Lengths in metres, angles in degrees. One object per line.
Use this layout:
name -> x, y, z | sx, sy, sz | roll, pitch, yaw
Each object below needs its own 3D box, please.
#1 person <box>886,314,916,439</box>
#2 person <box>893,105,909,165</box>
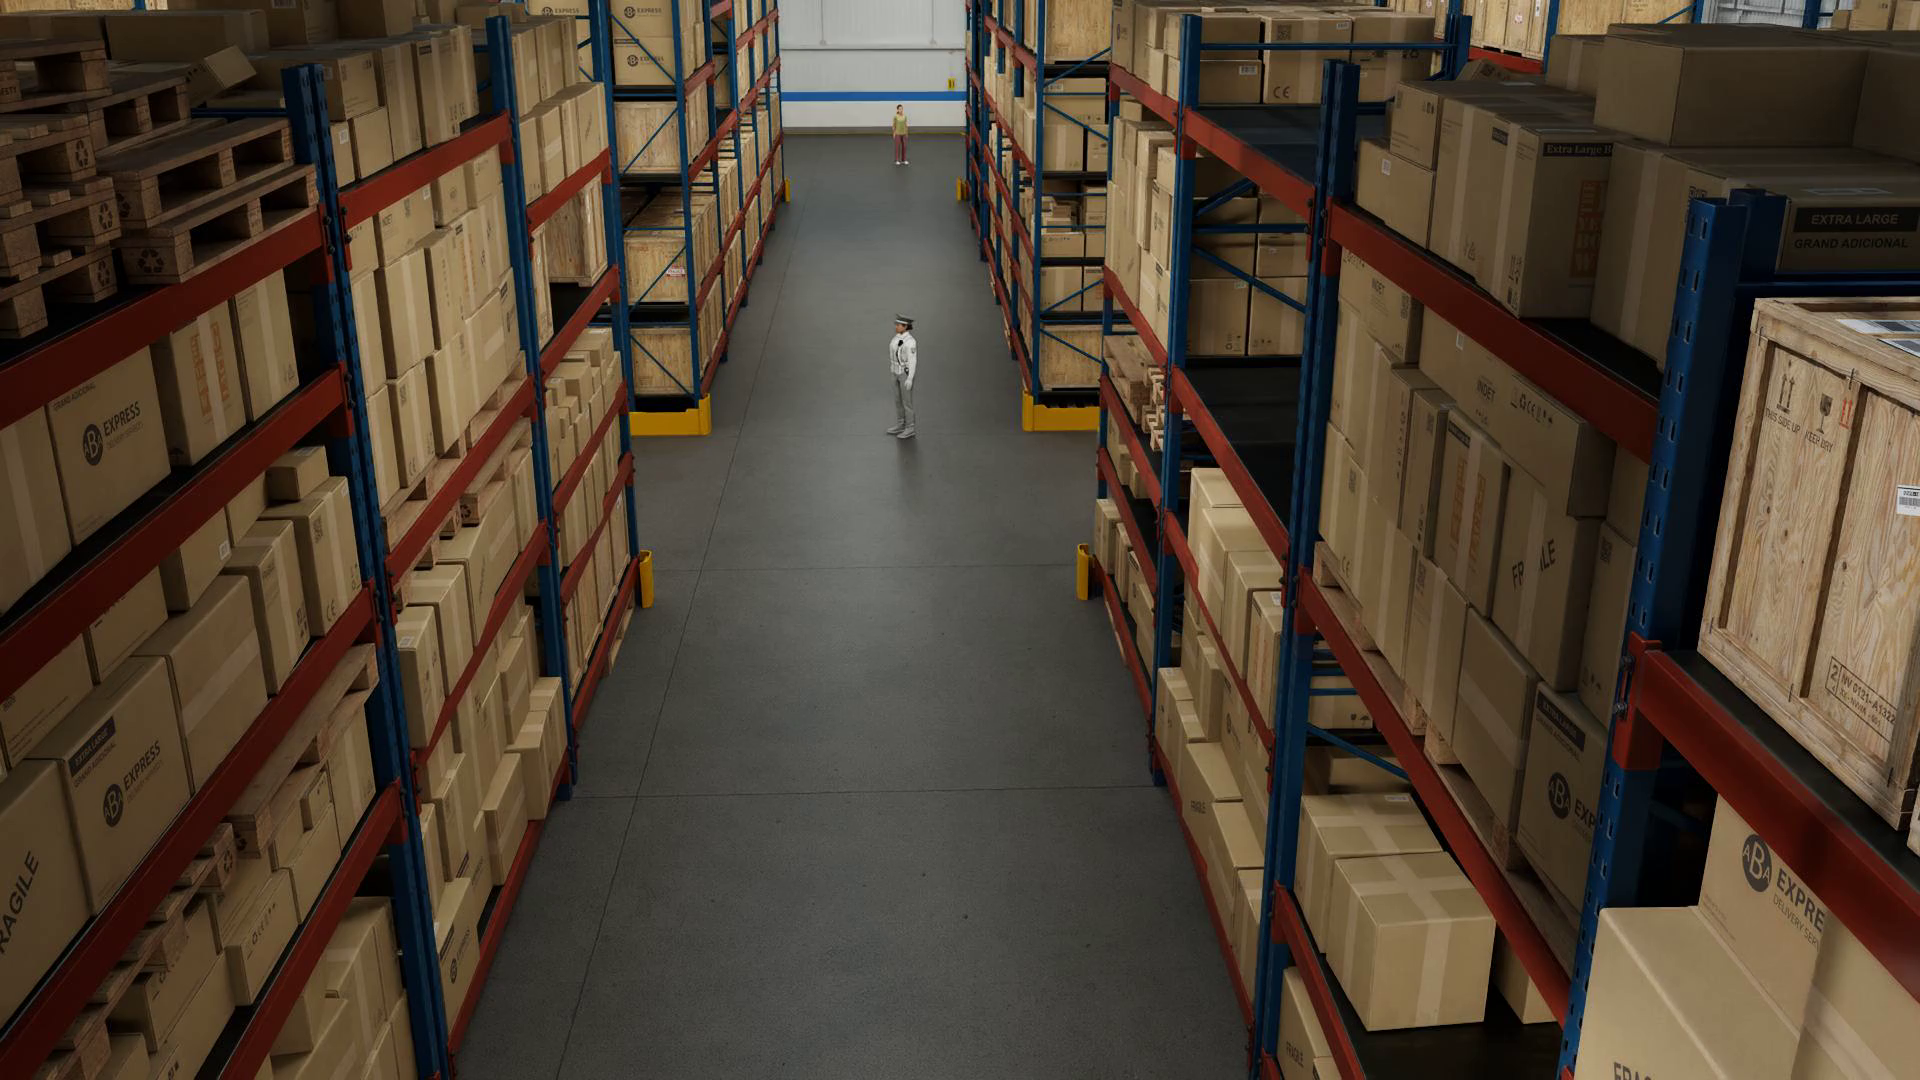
person -> -0.782, -2.244, 22.619 | 0.336, 1.692, 0.465 | -12, 23, -28
person -> -1.702, -11.694, 47.969 | 0.430, 1.670, 0.402 | -8, 22, -21
